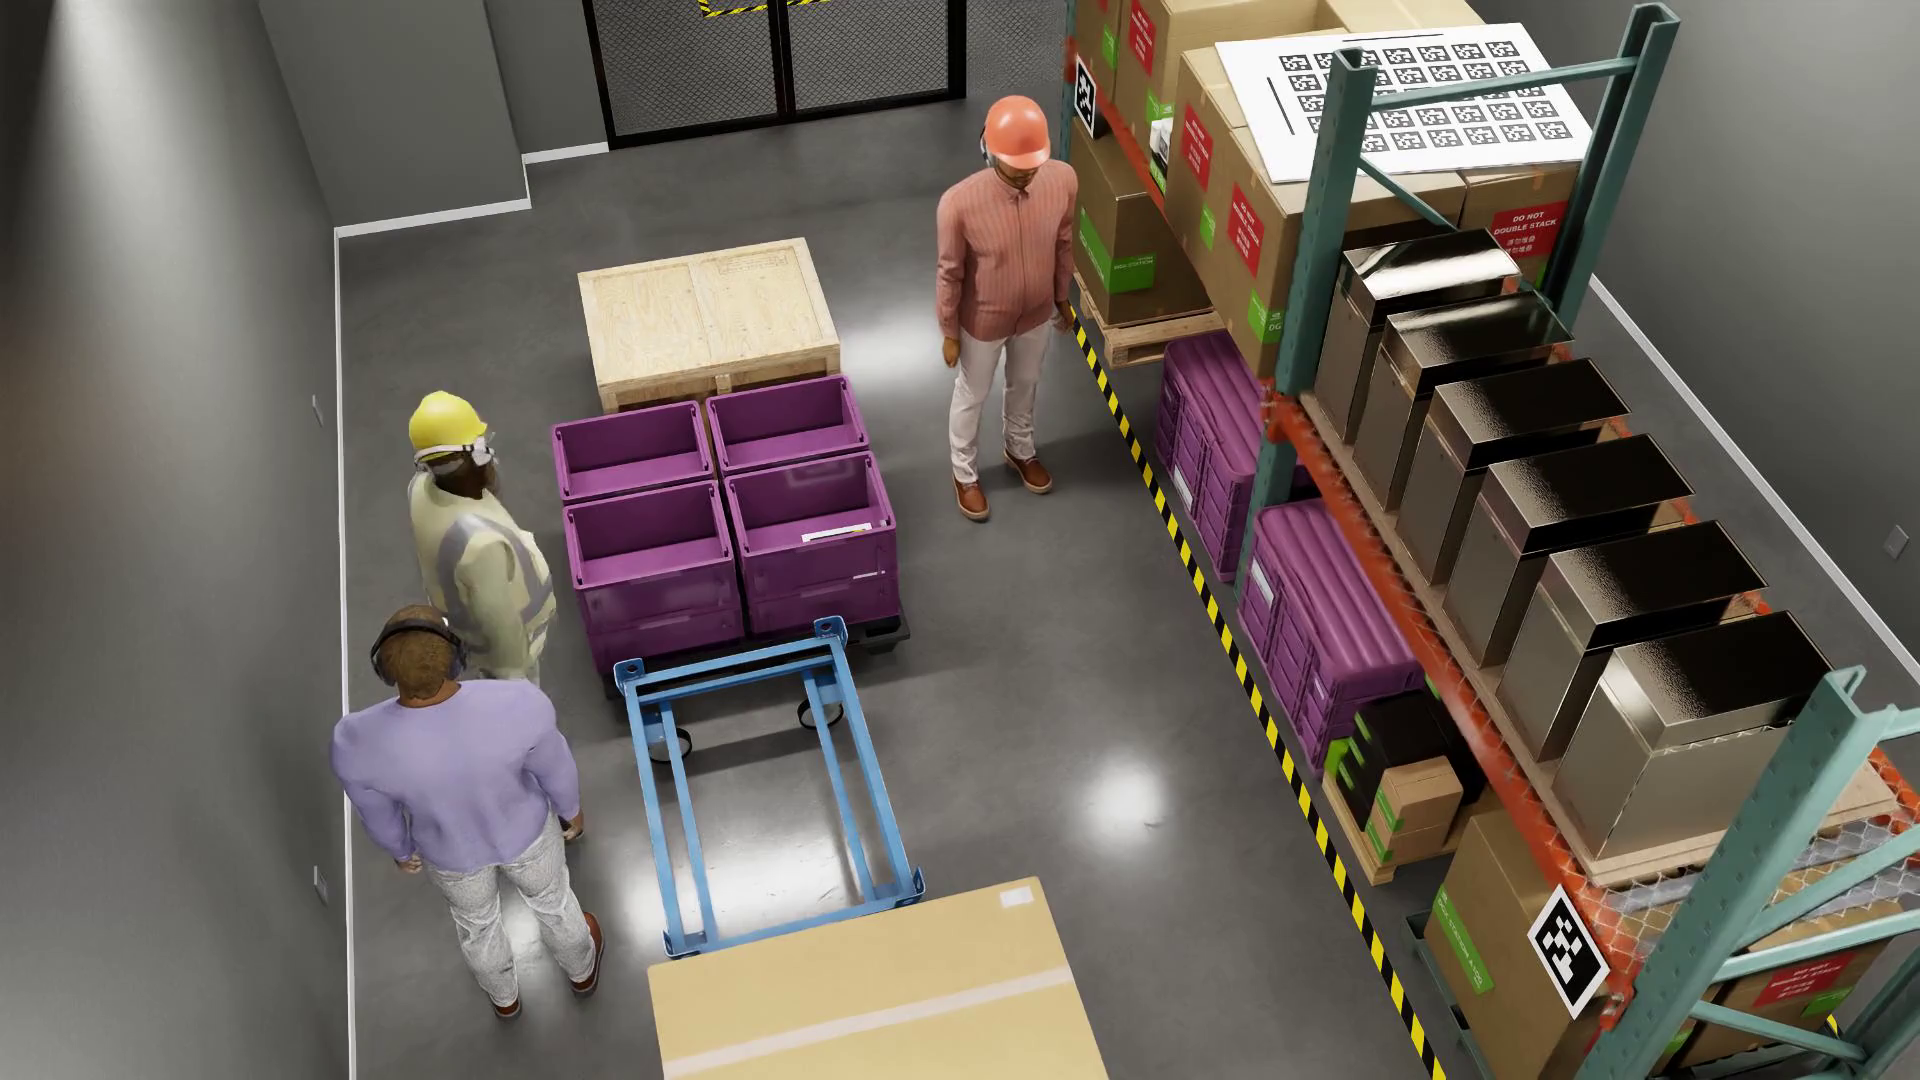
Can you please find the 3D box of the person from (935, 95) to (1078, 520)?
[{"bbox_3d":[0.198,-0.914,6.688,0.614,1.993,0.395,-21,51,-18],"label":"person"}]

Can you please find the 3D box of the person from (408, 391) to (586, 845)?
[{"bbox_3d":[-1.557,0.323,5.703,0.406,1.784,0.713,-23,51,-20],"label":"person"}]

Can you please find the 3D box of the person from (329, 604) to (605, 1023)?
[{"bbox_3d":[-1.458,0.874,5.084,0.630,1.940,0.372,-13,49,-12],"label":"person"}]
